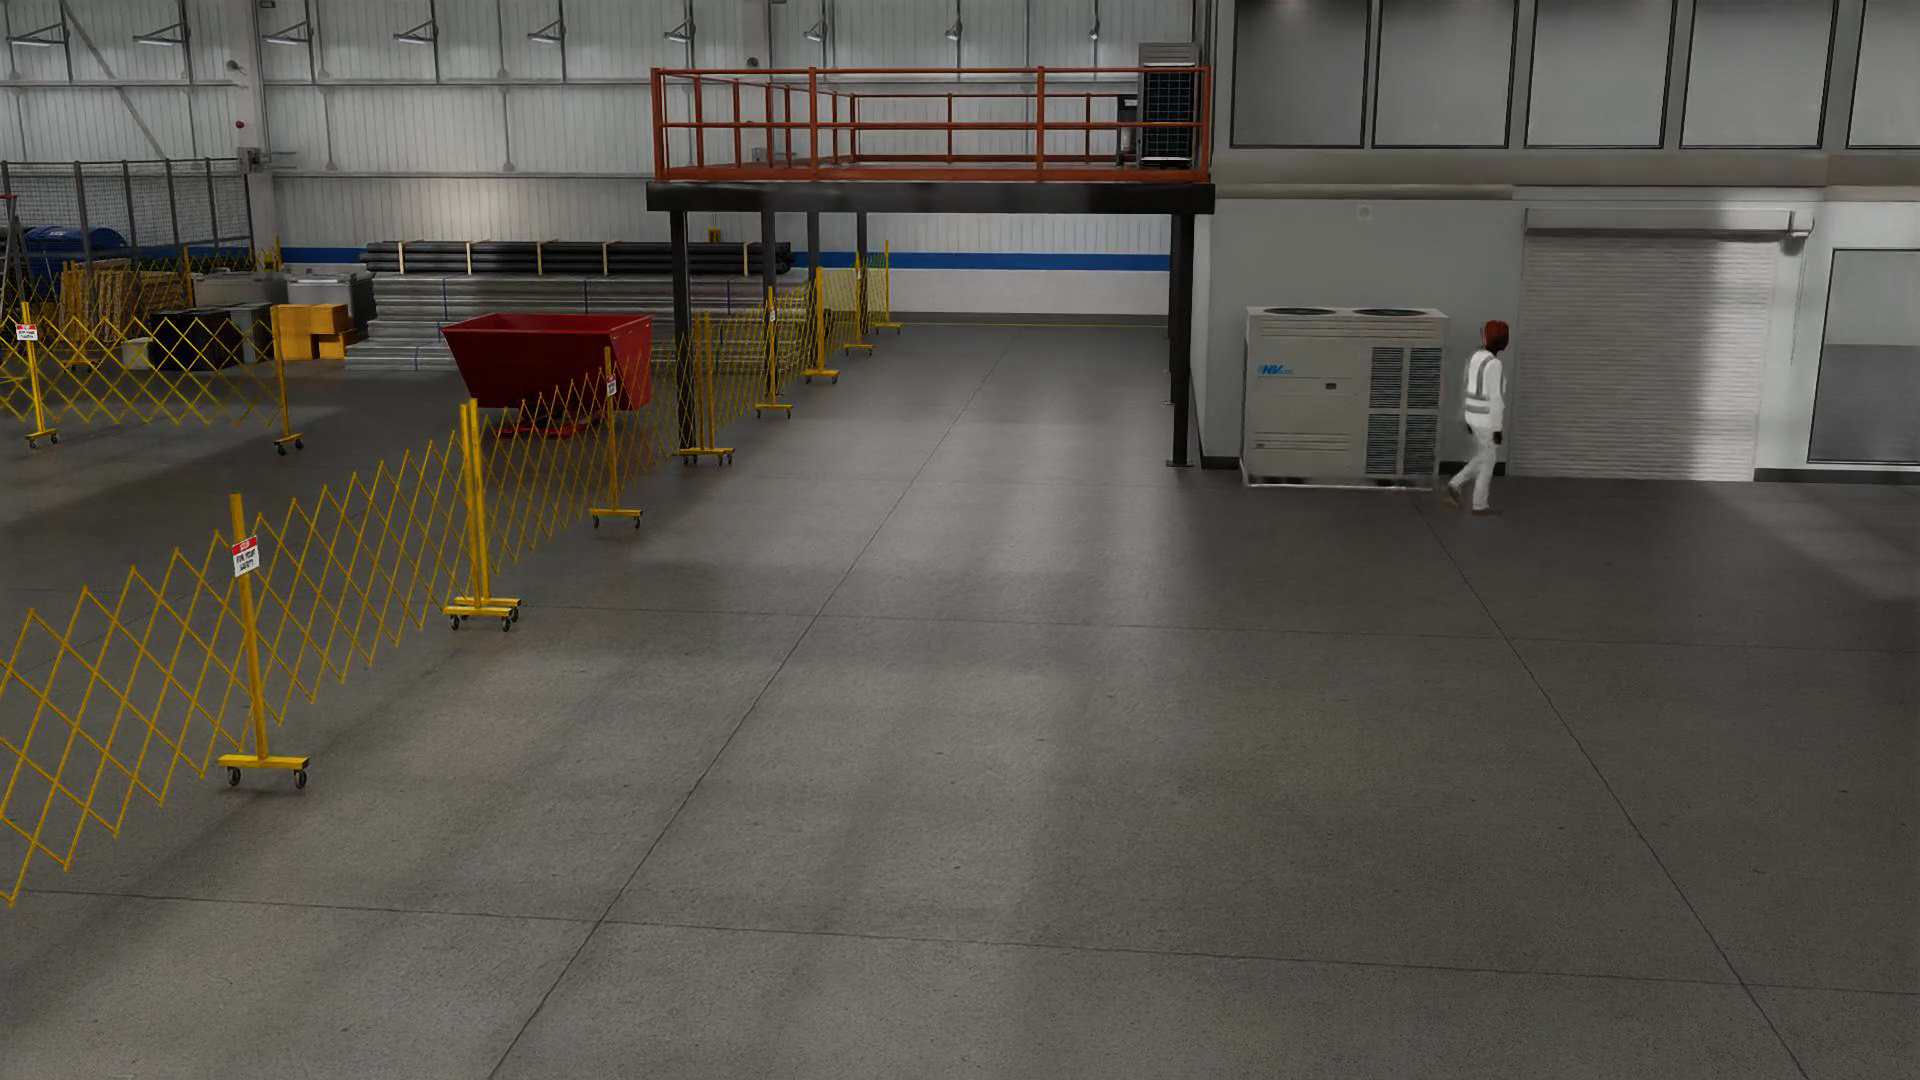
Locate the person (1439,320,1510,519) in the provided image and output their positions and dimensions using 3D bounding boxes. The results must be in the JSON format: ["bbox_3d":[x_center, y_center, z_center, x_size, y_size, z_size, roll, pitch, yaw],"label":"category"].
[{"bbox_3d":[4.832,-1.108,15.432,0.489,1.868,0.600,0,14,-1],"label":"person"}]

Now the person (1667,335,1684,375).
[{"bbox_3d":[9.412,-2.578,21.961,0.680,1.613,0.508,-1,14,-6],"label":"person"}]
